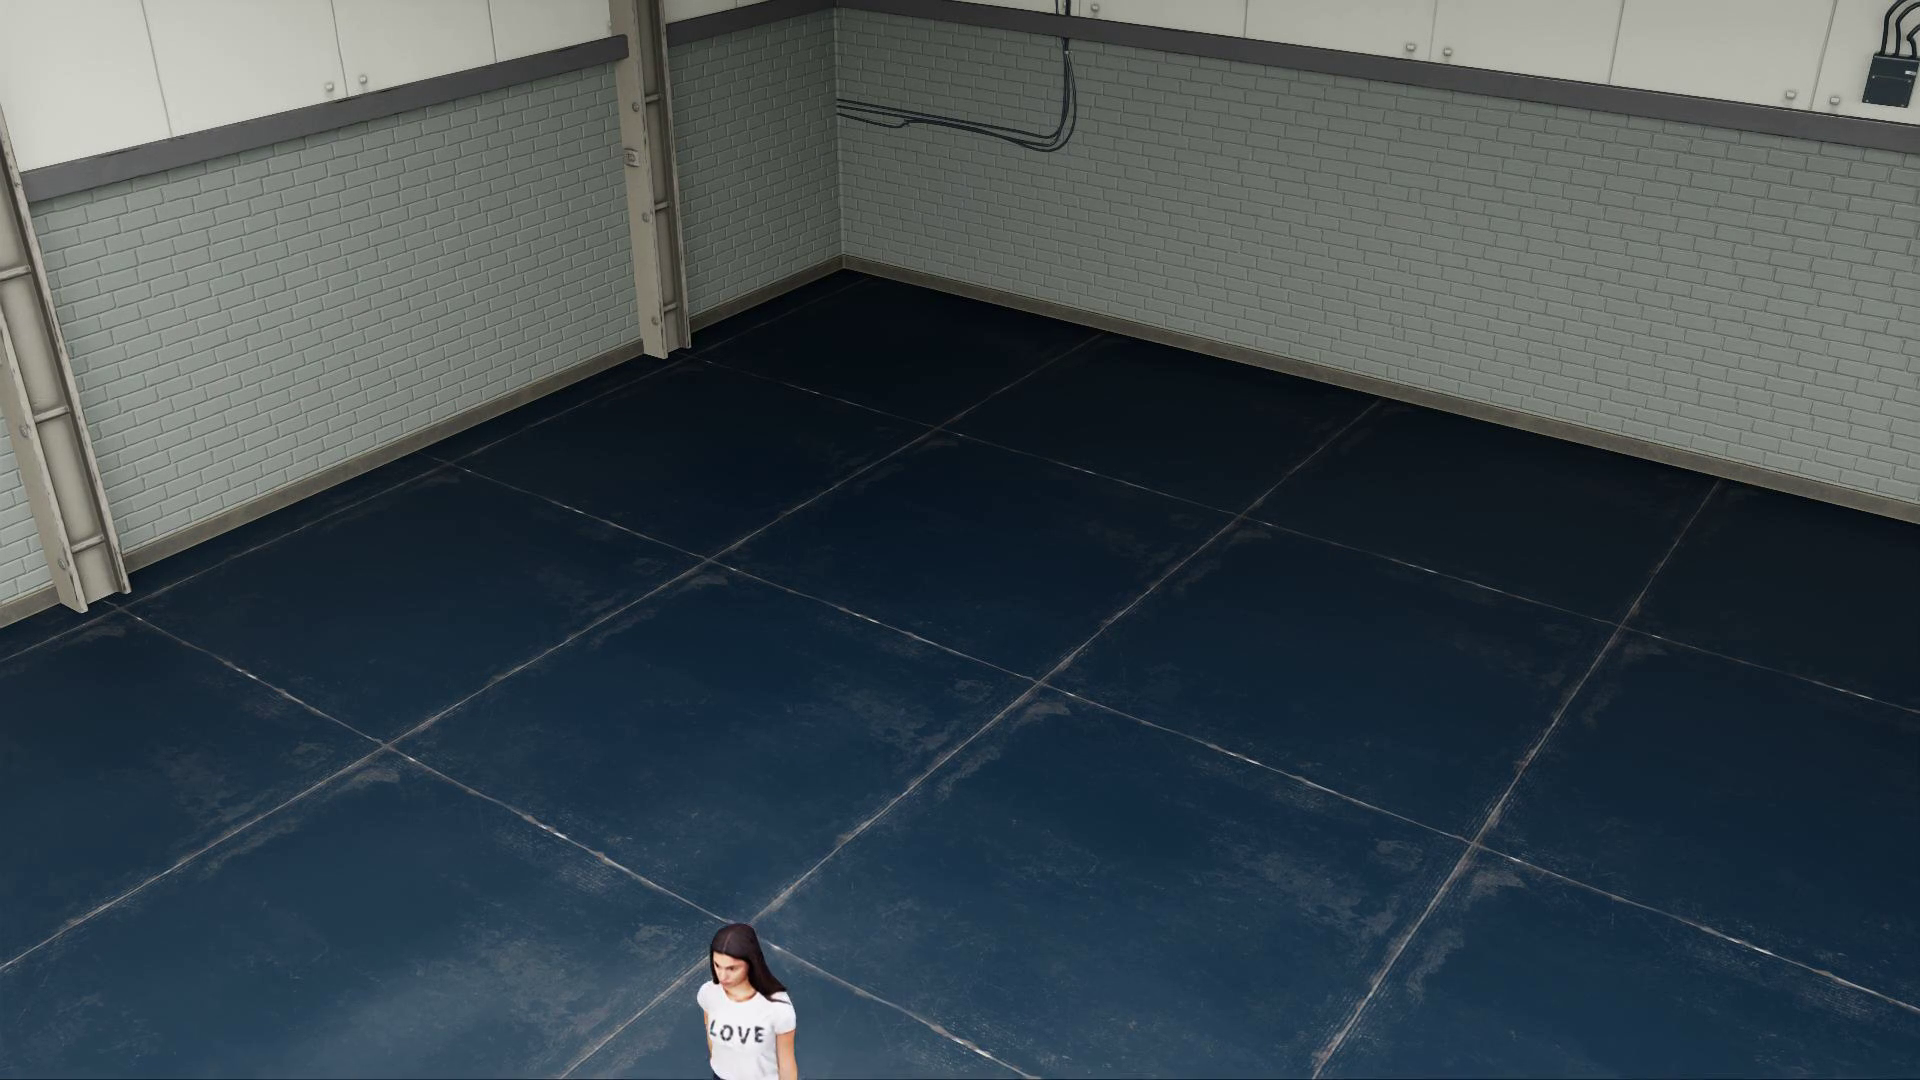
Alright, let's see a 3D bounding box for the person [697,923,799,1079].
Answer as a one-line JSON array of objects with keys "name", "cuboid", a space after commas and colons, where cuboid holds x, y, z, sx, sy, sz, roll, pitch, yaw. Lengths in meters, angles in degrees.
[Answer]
[{"name": "person", "cuboid": [-0.809, 2.257, 6.932, 0.908, 1.720, 1.240, 6, 29, 11]}]
